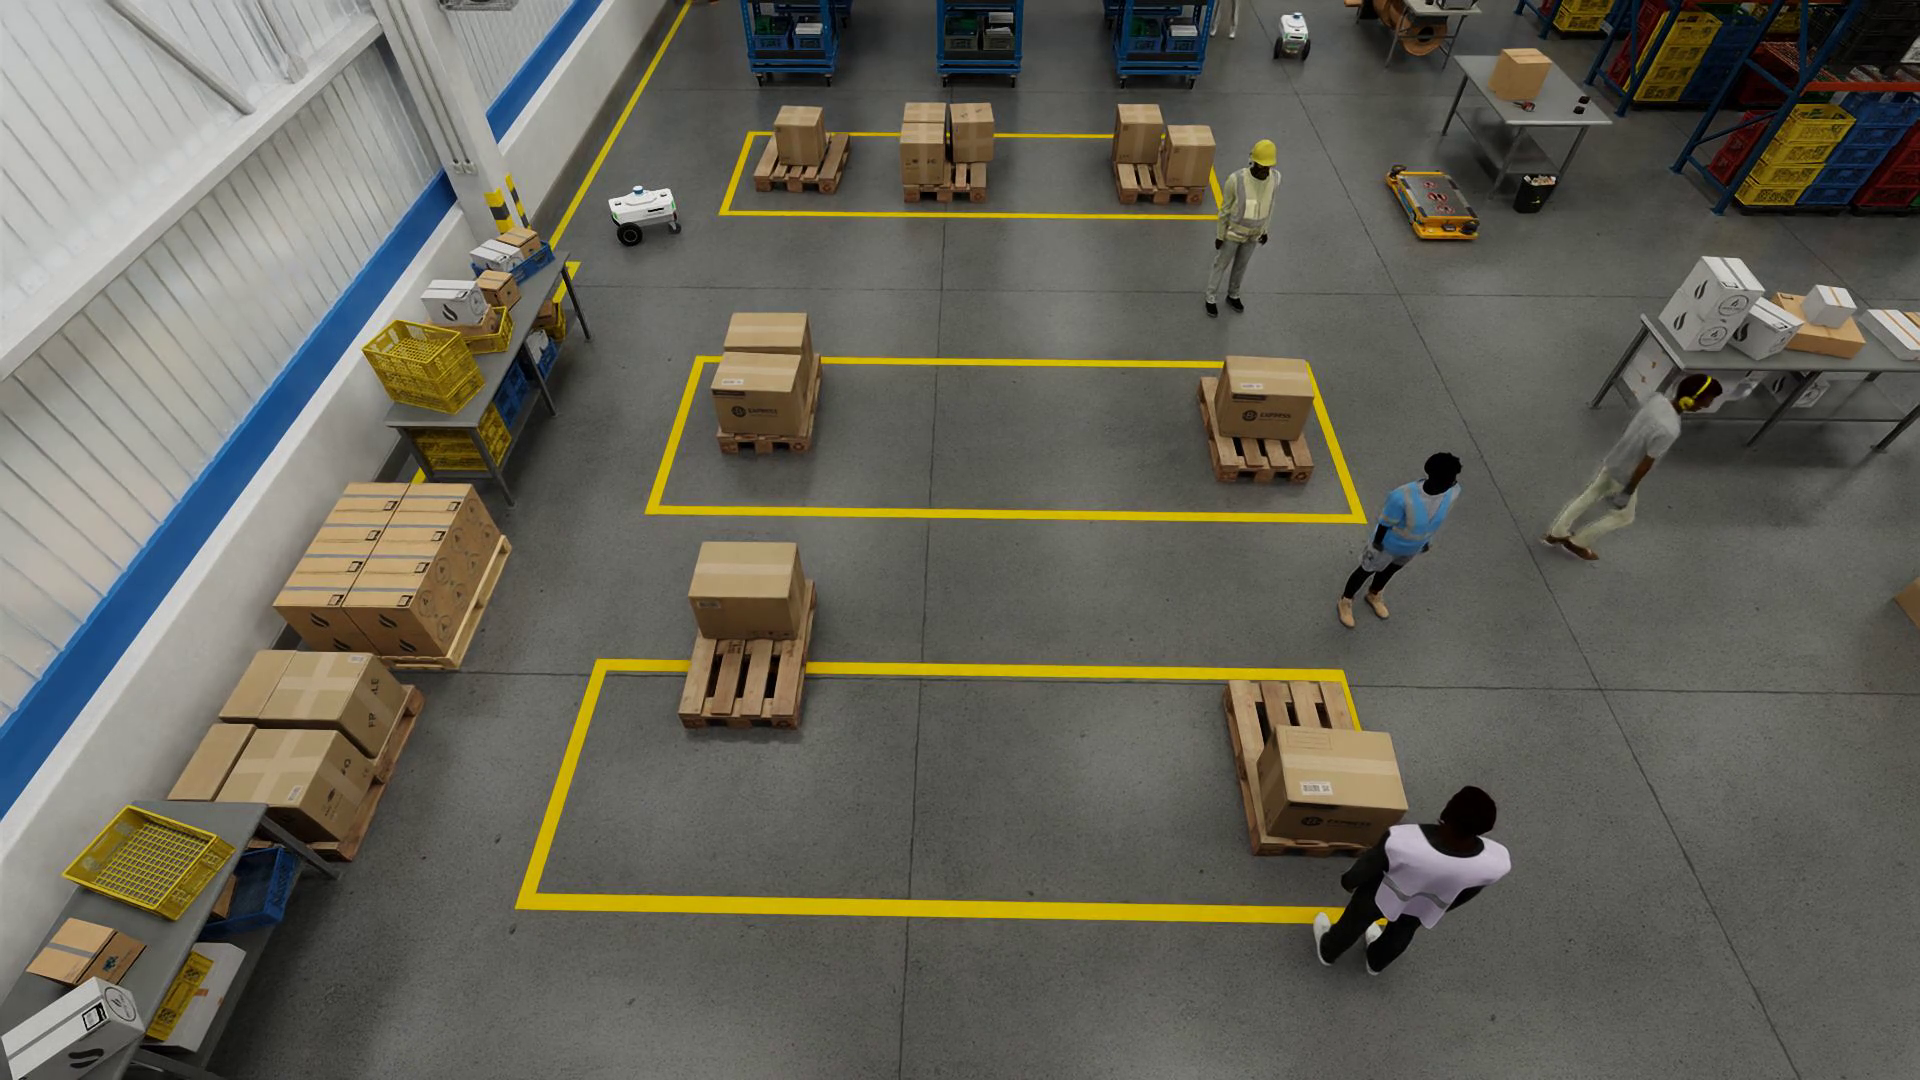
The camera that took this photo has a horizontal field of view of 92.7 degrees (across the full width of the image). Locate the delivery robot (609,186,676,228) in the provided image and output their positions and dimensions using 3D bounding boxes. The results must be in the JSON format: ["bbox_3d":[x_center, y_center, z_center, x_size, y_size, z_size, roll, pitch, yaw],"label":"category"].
[{"bbox_3d":[-3.662,-3.847,10.599,0.707,0.478,0.477,-17,51,-14],"label":"delivery robot"}]

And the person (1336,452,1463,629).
[{"bbox_3d":[3.160,0.005,6.573,0.531,1.697,0.322,-10,50,-9],"label":"person"}]

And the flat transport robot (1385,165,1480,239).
[{"bbox_3d":[5.692,-4.094,11.059,0.652,0.197,1.431,1,49,1],"label":"flat transport robot"}]

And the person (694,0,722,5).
[{"bbox_3d":[-4.322,-9.871,14.929,0.623,1.989,0.401,15,51,13],"label":"person"}]

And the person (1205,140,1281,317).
[{"bbox_3d":[2.838,-3.095,9.167,0.588,1.835,0.403,-12,50,-10],"label":"person"}]

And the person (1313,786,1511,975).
[{"bbox_3d":[2.345,1.857,4.833,0.592,1.910,0.384,8,50,7],"label":"person"}]

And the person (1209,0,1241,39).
[{"bbox_3d":[4.198,-8.615,14.080,0.512,1.629,0.316,14,51,12],"label":"person"}]

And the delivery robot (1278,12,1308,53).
[{"bbox_3d":[5.094,-7.789,14.011,0.477,0.478,0.707,5,49,4],"label":"delivery robot"}]

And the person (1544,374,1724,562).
[{"bbox_3d":[5.095,-0.518,6.925,0.496,1.852,0.602,8,50,7],"label":"person"}]

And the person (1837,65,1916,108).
[{"bbox_3d":[12.038,-6.093,11.764,0.896,1.829,0.559,-4,49,-4],"label":"person"}]
